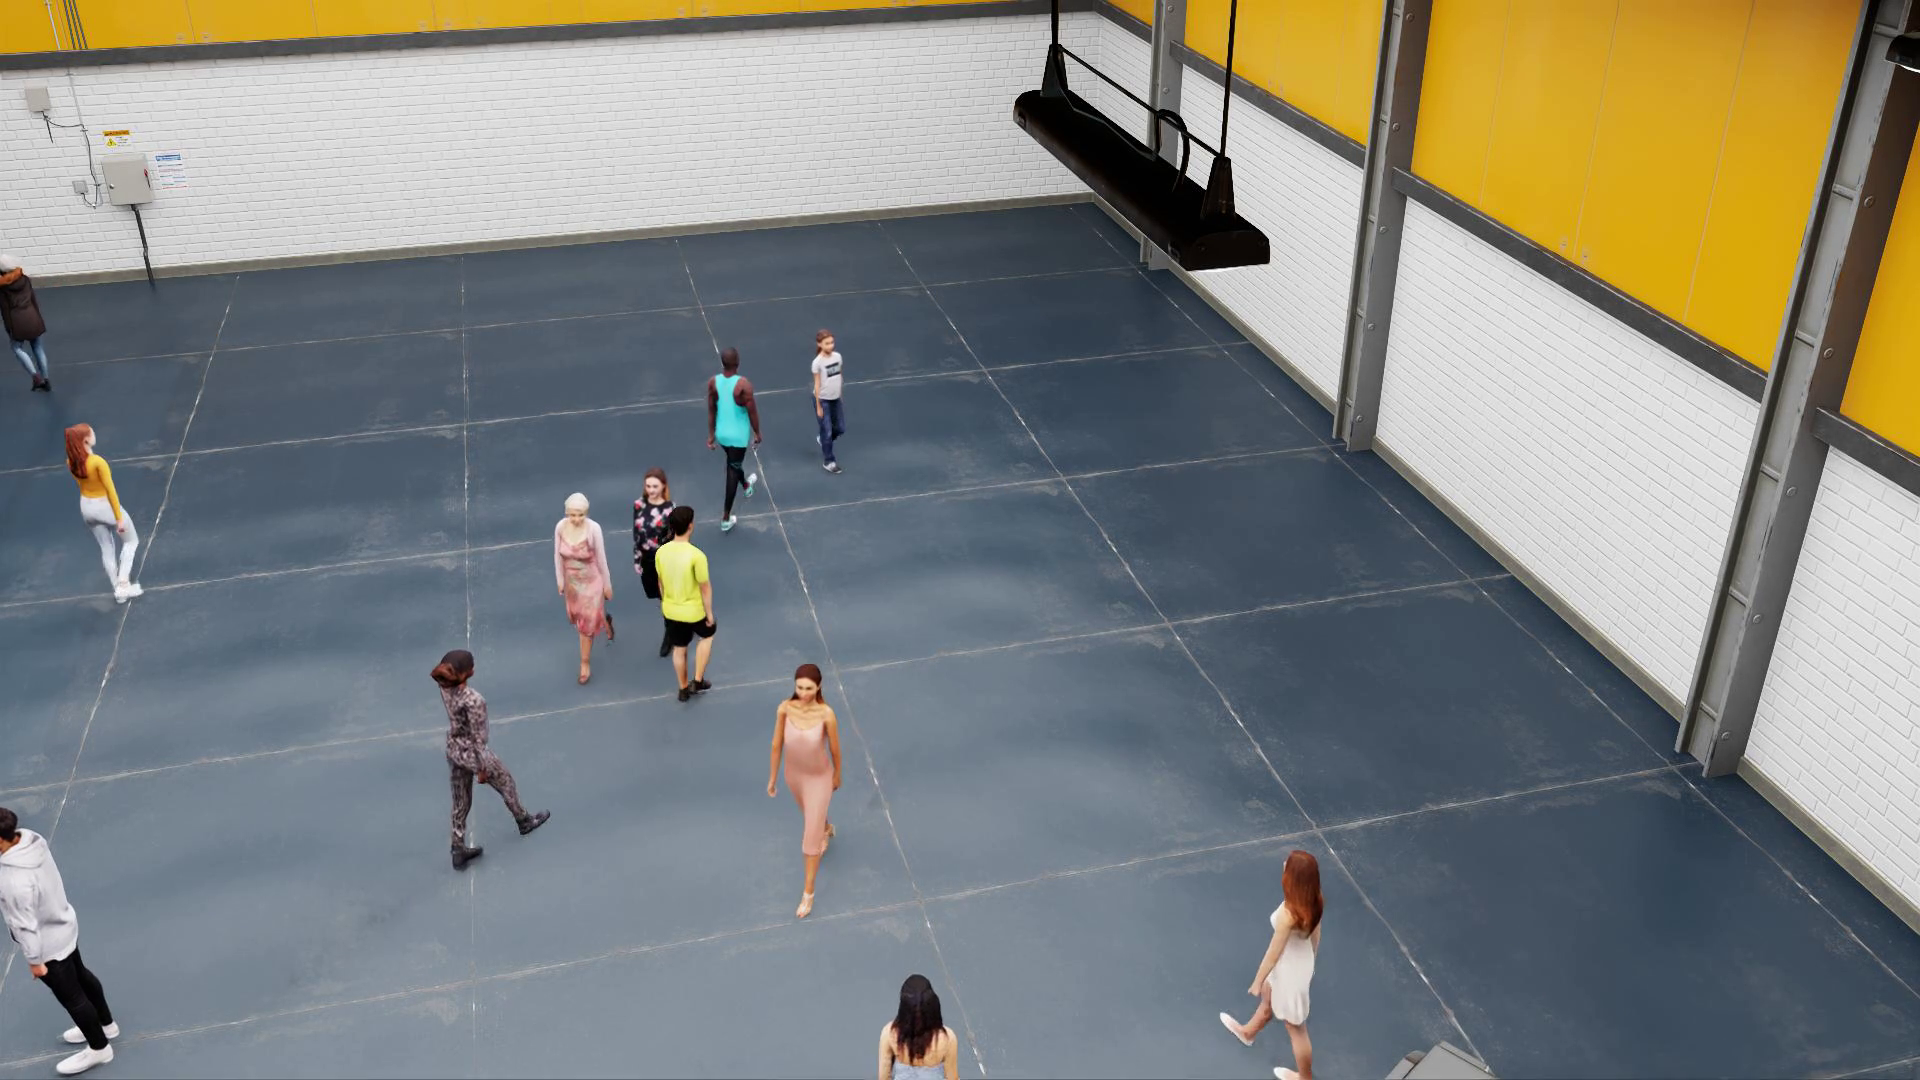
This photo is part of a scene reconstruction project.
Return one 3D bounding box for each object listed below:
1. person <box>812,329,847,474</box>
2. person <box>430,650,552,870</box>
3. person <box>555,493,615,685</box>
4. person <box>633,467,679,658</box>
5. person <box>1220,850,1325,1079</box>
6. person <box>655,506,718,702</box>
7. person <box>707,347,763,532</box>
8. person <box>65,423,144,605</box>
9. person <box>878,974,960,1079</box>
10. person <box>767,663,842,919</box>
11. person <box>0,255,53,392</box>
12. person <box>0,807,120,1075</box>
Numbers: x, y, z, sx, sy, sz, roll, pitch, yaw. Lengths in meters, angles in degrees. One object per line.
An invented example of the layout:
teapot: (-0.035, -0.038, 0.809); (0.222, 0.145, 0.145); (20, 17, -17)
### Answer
person: (-1.404, -1.460, 17.164); (0.682, 1.547, 0.798); (-21, 35, -33)
person: (-3.468, 1.542, 11.518); (1.027, 1.684, 0.990); (22, 36, 35)
person: (-3.098, 0.310, 13.795); (0.872, 1.665, 1.086); (5, 29, 9)
person: (-2.539, 0.125, 14.136); (0.847, 1.664, 1.022); (6, 29, 11)
person: (2.007, 2.551, 9.661); (1.038, 1.691, 0.906); (22, 35, 34)
person: (-2.227, 0.570, 13.287); (0.774, 1.696, 0.795); (8, 30, 14)
person: (-2.220, -0.933, 15.973); (1.061, 1.762, 1.249); (9, 30, 16)
person: (-7.606, -0.185, 14.627); (0.706, 1.739, 0.745); (6, 29, 11)
person: (-0.227, 3.057, 8.715); (0.823, 1.708, 1.062); (4, 29, 7)
person: (-1.004, 1.577, 11.345); (1.009, 1.788, 1.199); (9, 30, 16)
person: (-10.582, -2.444, 18.884); (0.810, 1.627, 0.761); (19, 34, 31)
person: (-5.376, 2.324, 9.839); (0.738, 1.919, 0.533); (-9, 30, -16)
